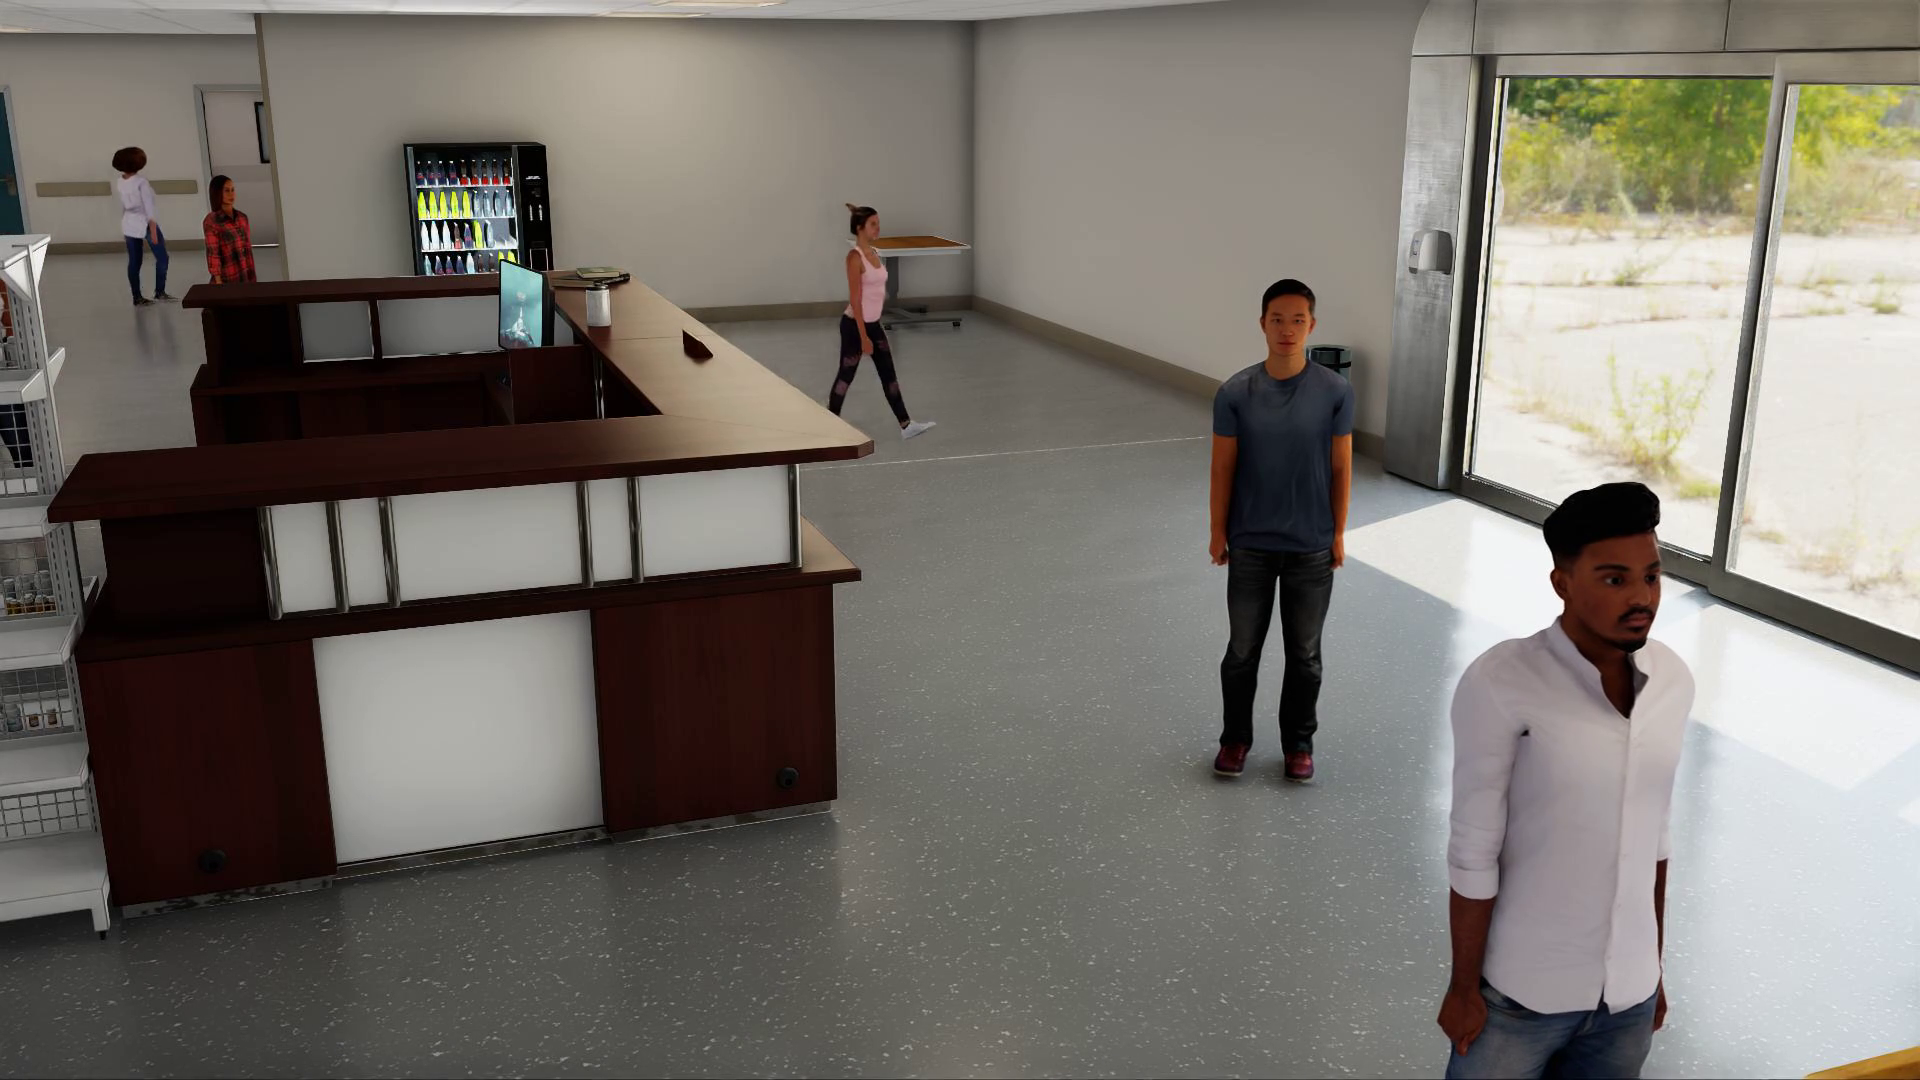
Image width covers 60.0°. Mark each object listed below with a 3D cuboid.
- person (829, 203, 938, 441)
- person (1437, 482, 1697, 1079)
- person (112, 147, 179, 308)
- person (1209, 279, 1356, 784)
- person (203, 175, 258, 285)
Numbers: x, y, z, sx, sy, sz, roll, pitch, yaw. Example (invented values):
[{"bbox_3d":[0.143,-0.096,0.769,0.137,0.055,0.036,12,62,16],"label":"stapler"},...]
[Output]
[{"bbox_3d":[-0.736,-1.430,11.266,1.064,1.605,1.017,7,17,25],"label":"person"},{"bbox_3d":[1.116,0.757,3.119,0.520,1.816,0.701,-5,16,-16],"label":"person"},{"bbox_3d":[-8.938,-3.374,17.977,0.804,1.704,0.871,6,17,19],"label":"person"},{"bbox_3d":[1.136,-0.022,5.896,0.629,1.808,0.768,2,16,6],"label":"person"},{"bbox_3d":[-5.788,-2.041,13.251,0.741,1.703,0.706,5,16,17],"label":"person"}]
